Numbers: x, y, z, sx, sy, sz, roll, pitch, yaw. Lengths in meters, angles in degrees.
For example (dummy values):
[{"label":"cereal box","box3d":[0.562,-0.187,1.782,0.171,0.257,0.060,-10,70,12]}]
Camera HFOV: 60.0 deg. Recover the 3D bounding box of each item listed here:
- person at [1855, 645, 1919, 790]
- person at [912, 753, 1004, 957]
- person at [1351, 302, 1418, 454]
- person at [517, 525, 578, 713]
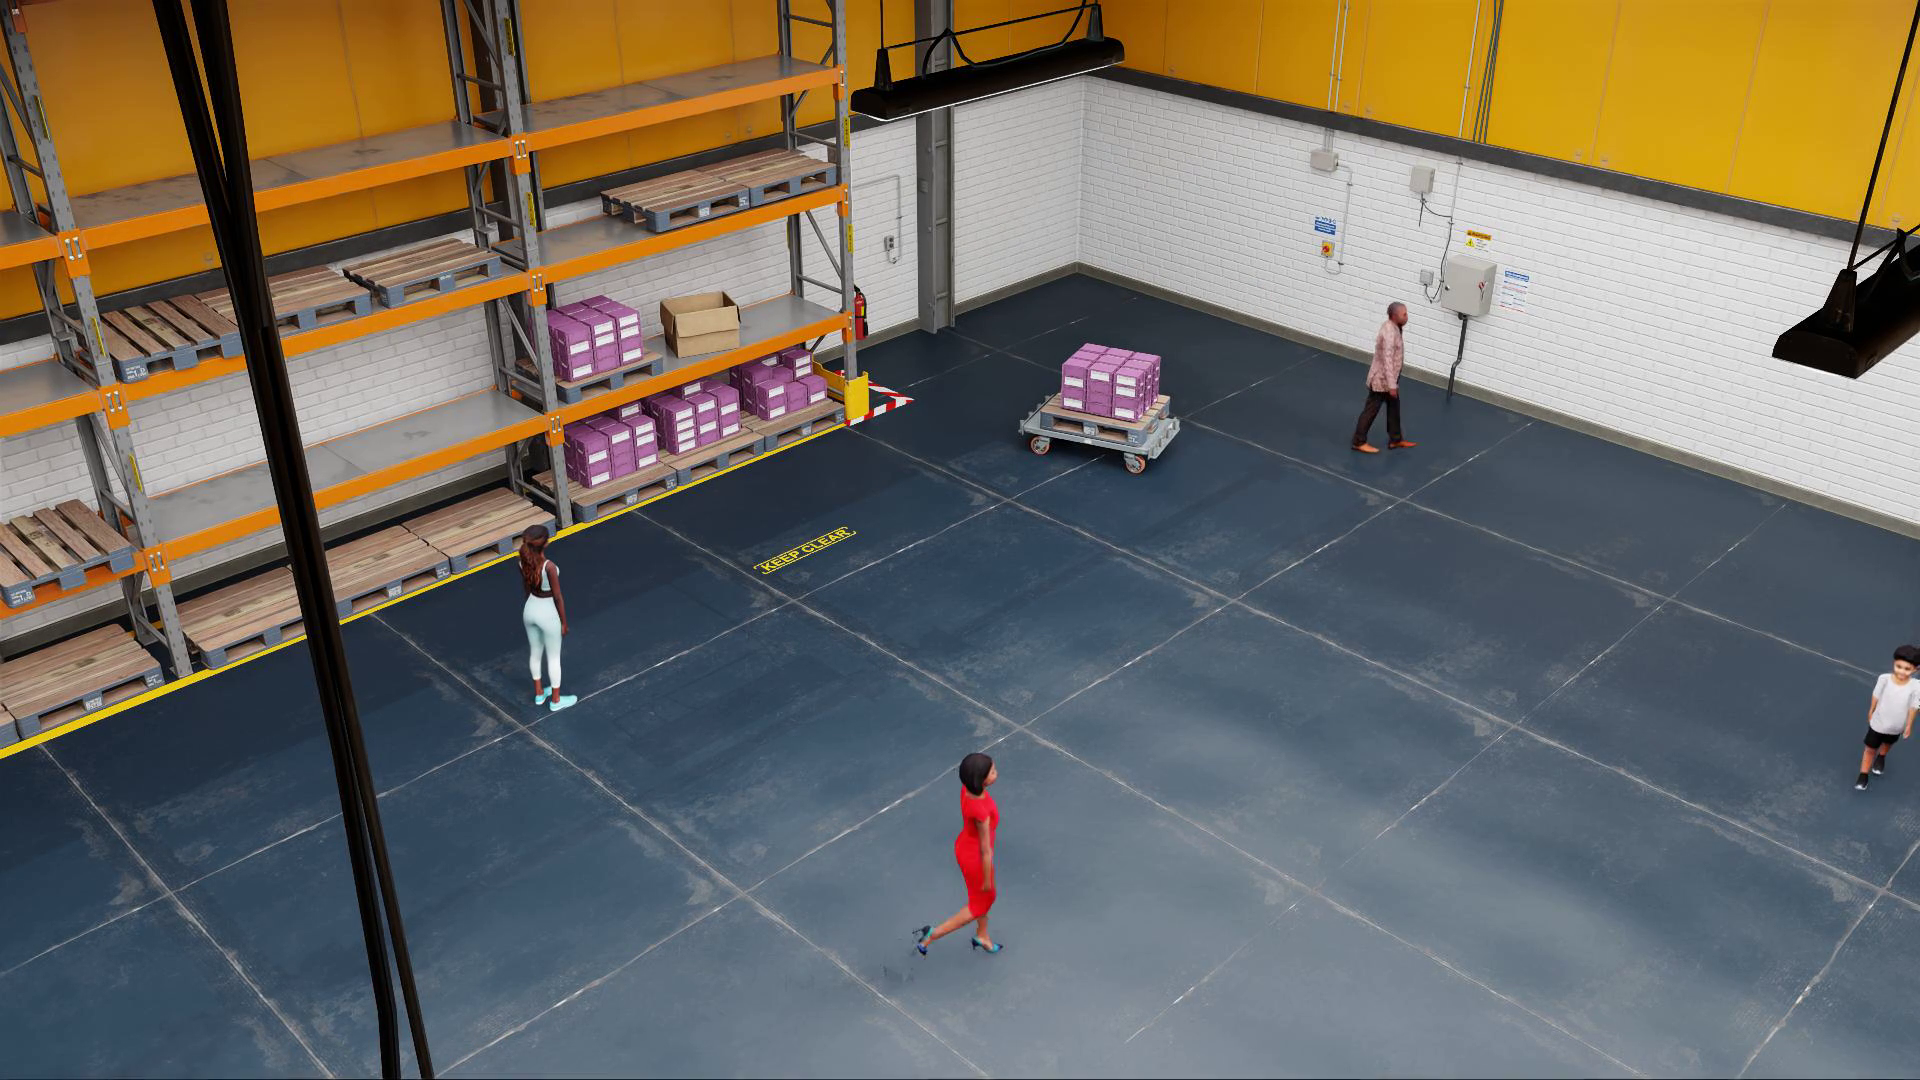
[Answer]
[{"label":"person","box3d":[7.451,1.384,13.283,0.634,1.221,0.921,16,32,27]},{"label":"person","box3d":[0.031,2.195,11.269,0.989,1.726,0.843,-7,29,-13]},{"label":"person","box3d":[4.631,-1.809,18.553,1.014,1.780,1.028,10,30,18]},{"label":"person","box3d":[-3.535,0.651,14.101,0.618,1.724,0.621,14,31,23]}]
